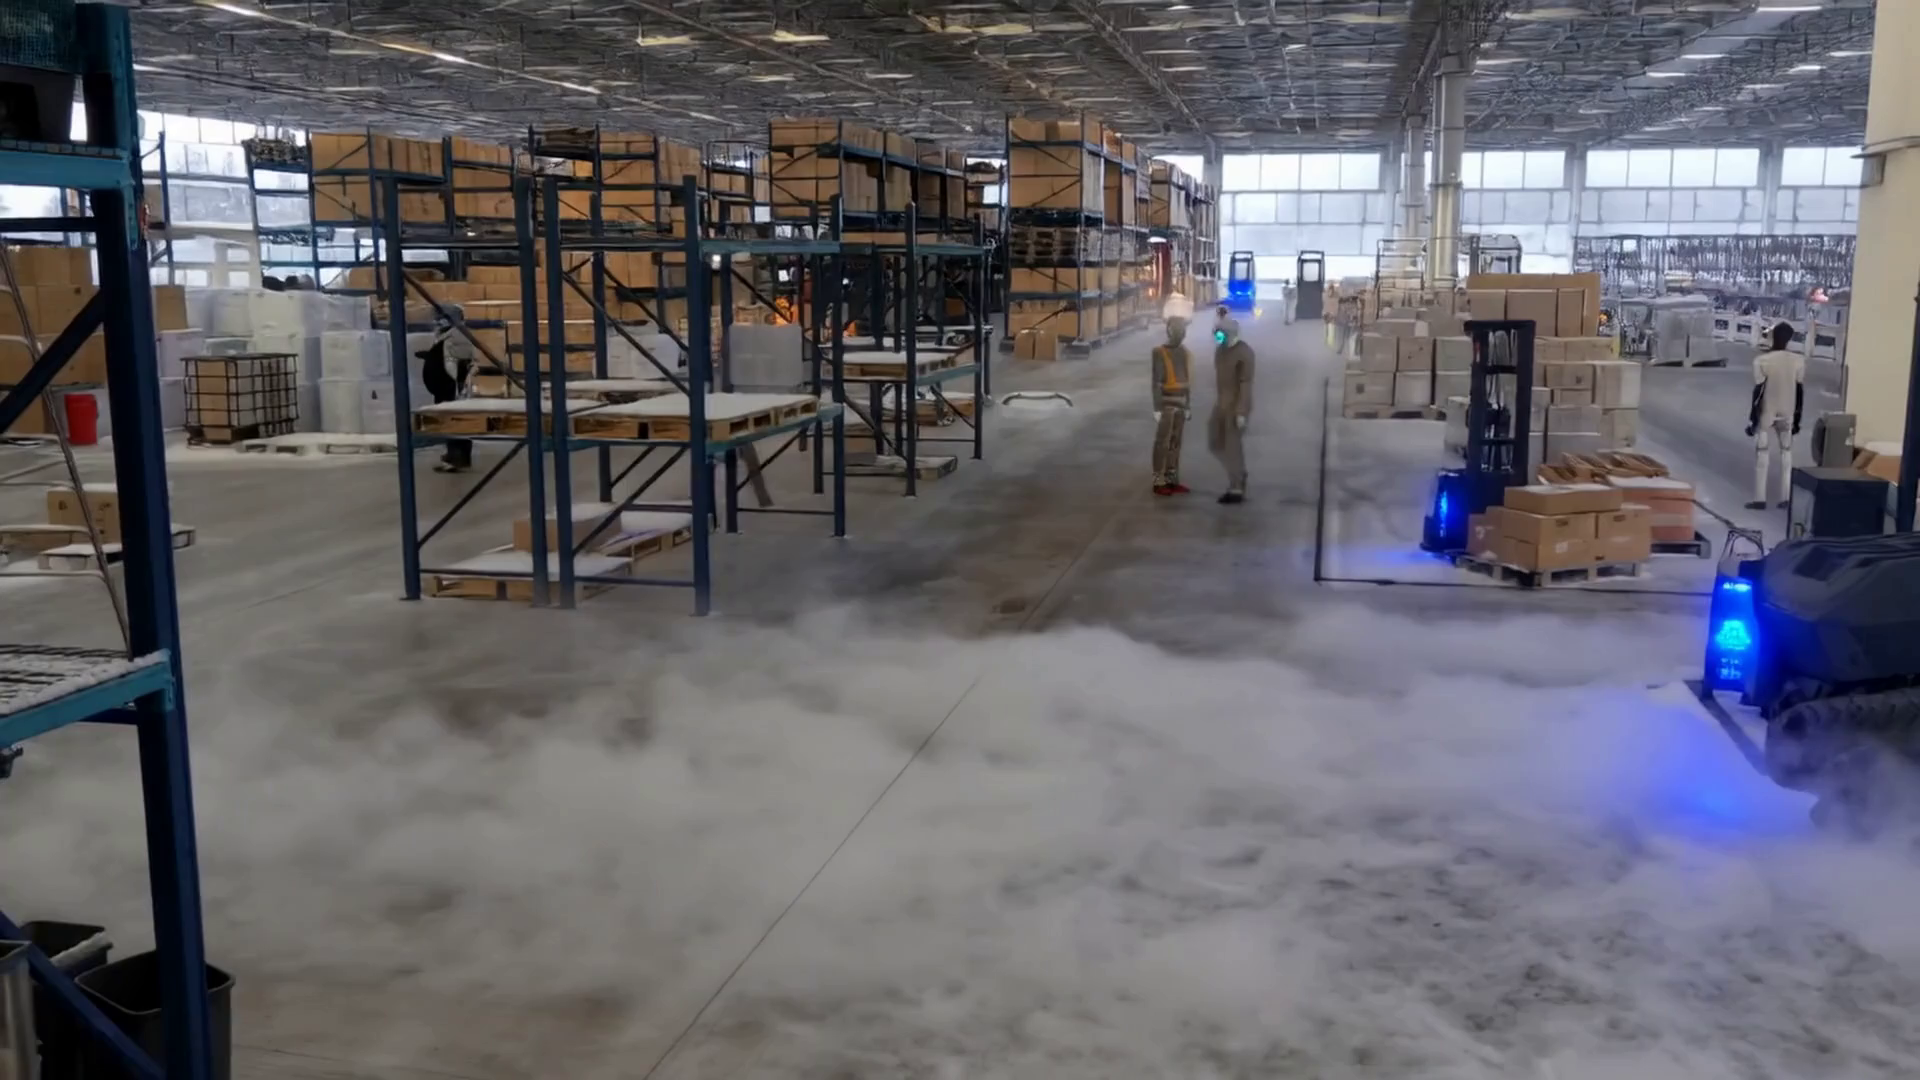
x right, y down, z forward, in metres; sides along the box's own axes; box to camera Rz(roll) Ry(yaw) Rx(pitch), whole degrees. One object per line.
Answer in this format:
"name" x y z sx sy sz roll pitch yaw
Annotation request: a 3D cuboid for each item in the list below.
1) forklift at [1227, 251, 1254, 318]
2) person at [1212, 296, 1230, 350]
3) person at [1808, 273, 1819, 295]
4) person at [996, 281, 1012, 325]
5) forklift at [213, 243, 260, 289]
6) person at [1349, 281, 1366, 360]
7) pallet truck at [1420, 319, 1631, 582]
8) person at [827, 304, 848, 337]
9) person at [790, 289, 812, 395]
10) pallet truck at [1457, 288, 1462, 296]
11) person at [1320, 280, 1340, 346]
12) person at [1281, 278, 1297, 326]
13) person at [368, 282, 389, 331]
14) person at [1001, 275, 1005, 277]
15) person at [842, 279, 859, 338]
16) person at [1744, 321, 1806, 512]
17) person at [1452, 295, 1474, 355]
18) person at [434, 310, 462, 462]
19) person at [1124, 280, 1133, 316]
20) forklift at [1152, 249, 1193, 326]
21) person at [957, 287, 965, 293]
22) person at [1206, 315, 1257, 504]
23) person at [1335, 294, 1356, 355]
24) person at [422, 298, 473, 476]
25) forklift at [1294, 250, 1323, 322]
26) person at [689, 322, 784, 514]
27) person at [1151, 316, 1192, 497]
"forklift" 11.819 -10.756 69.900 1.129 2.768 1.873 2 10 12
"person" 6.136 -4.895 38.881 0.514 1.630 0.445 -6 11 -31
"person" 41.234 -11.938 80.059 0.778 1.805 0.626 1 10 6
"person" 1.658 -8.908 62.558 0.855 1.646 0.556 8 12 39
"forklift" -15.697 -5.087 36.327 1.129 2.768 1.873 2 10 12
"person" 9.748 -5.378 40.838 0.365 1.935 0.553 2 10 14
"pallet truck" 4.543 -0.757 13.299 0.823 1.965 1.885 -4 10 -22
"person" -2.972 -5.184 40.418 0.532 1.693 0.319 -4 10 -21
"person" -2.810 -3.620 30.444 0.627 1.934 0.370 6 11 30
"pallet truck" 20.506 -9.785 68.819 0.653 1.274 1.630 2 10 12
"person" 10.581 -6.487 47.589 0.547 1.893 1.009 2 10 11
"person" 12.231 -8.855 61.885 0.610 1.787 0.928 1 10 7
"person" -14.572 -5.533 41.846 0.587 1.911 0.397 -5 11 -28
"person" 2.489 -14.421 94.505 0.533 1.893 0.681 9 13 42
"person" -2.839 -5.527 41.591 0.612 1.982 0.408 -2 10 -14
"person" 8.003 -1.204 16.336 0.514 1.867 0.324 1 10 4
"person" 8.992 -3.489 29.973 0.886 1.839 0.520 -3 10 -20
"person" -6.206 -1.899 20.303 0.464 1.920 0.632 -3 10 -18
"person" 6.190 -8.526 60.070 0.531 1.749 0.540 1 10 5
"forklift" 7.646 -9.320 61.395 1.873 2.768 1.129 2 10 11
"person" -0.025 -8.719 60.912 0.624 1.844 0.429 4 11 24
"person" 2.740 -1.306 16.791 0.431 1.913 0.645 -5 11 -29
"person" 10.052 -5.572 43.036 0.509 1.585 0.856 -2 10 -14
"person" -5.889 -1.760 19.109 0.535 2.000 0.674 -7 12 -34
"forklift" 13.778 -10.002 65.433 1.129 2.768 1.873 2 10 12
"person" -2.222 -1.177 16.165 1.011 1.881 0.600 3 10 17
"person" 2.225 -1.402 17.453 0.341 1.883 0.587 9 13 43
